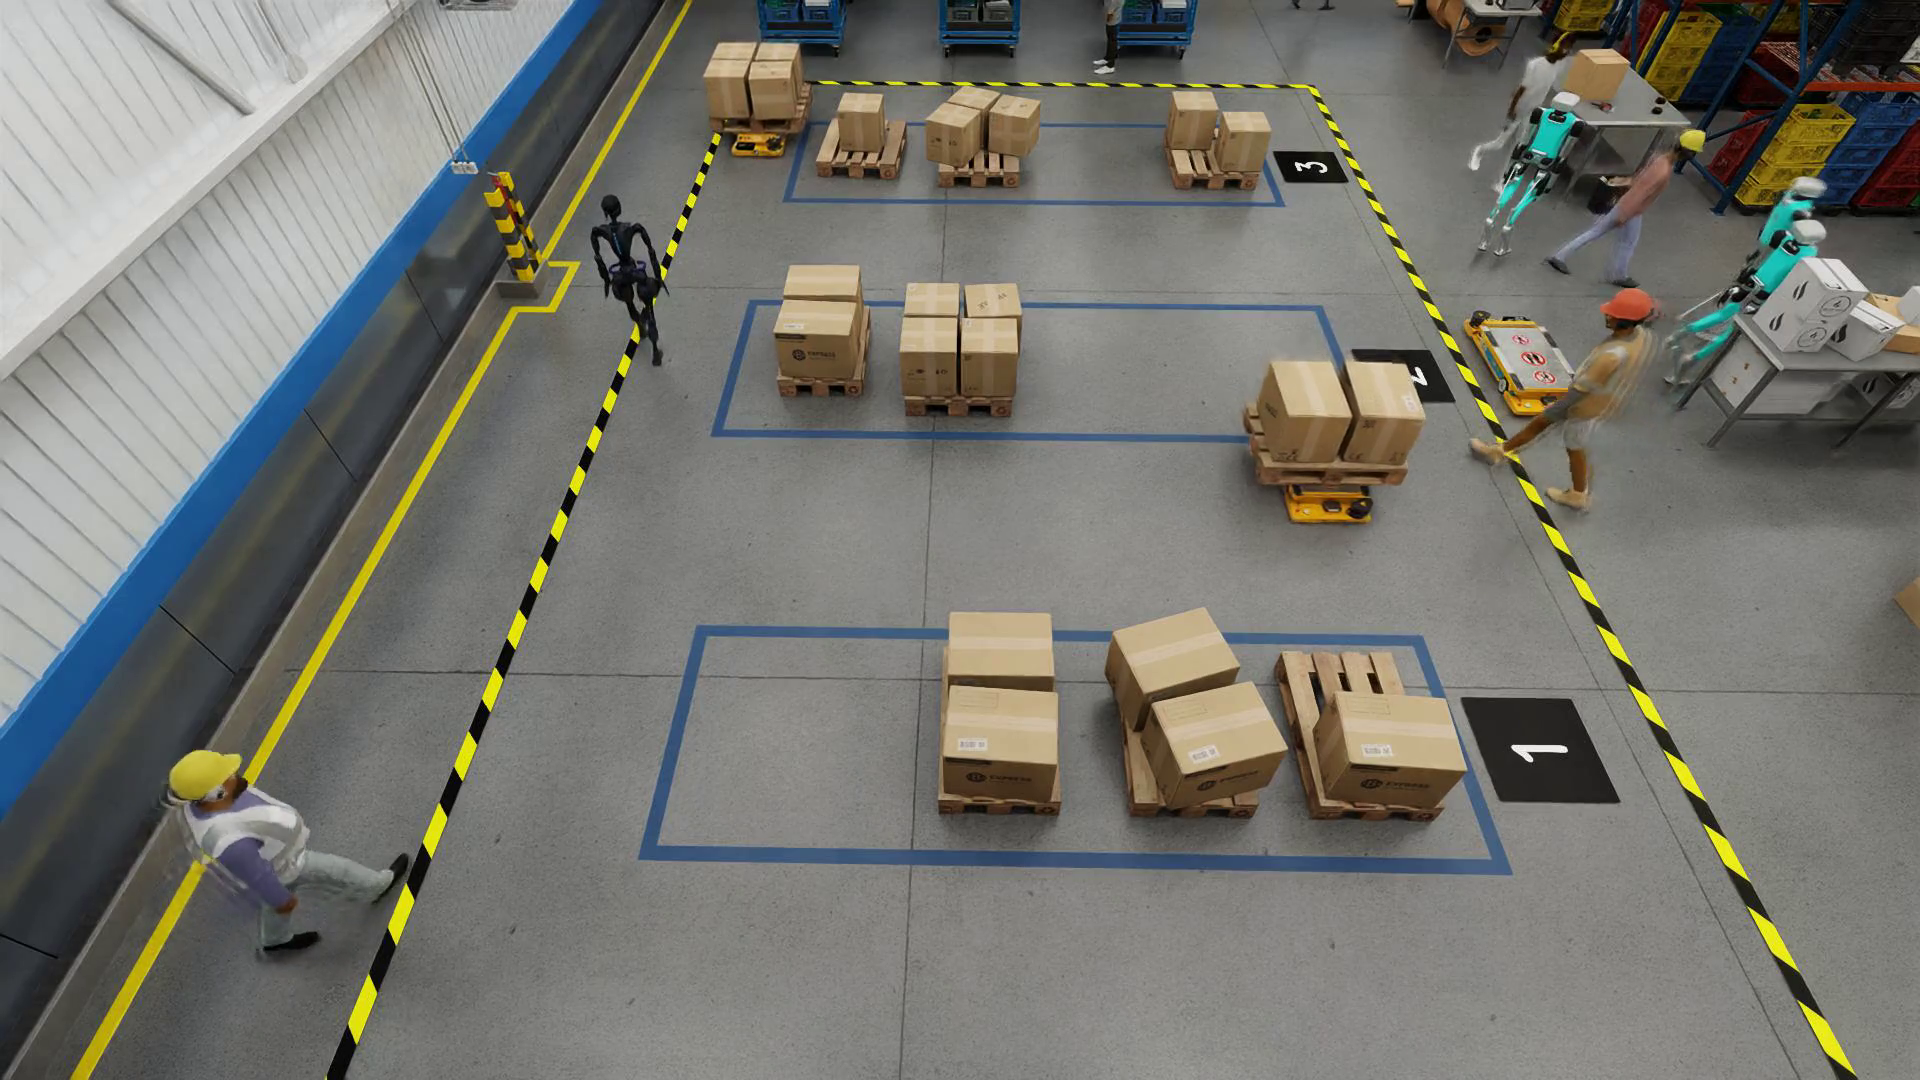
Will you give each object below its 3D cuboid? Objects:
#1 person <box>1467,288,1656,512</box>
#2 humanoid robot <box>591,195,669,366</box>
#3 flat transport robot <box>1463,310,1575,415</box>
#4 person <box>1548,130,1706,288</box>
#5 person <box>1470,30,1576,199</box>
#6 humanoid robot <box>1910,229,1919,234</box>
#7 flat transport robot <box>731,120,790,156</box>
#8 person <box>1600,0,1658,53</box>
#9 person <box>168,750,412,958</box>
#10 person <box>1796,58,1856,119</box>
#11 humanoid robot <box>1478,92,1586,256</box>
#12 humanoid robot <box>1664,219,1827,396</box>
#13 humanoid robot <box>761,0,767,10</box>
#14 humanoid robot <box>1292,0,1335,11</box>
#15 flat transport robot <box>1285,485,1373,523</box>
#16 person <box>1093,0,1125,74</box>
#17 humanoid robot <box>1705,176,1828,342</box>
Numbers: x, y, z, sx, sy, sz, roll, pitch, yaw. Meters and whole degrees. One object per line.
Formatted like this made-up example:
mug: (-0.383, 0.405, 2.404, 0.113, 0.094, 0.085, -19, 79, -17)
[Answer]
person: (4.992, -1.137, 7.391, 1.084, 1.980, 0.604, 34, 57, 26)
humanoid robot: (-3.149, -2.529, 8.813, 0.609, 1.619, 0.759, -8, 50, -7)
flat transport robot: (5.573, -1.757, 9.054, 0.659, 0.231, 1.431, 1, 49, 1)
person: (7.010, -3.481, 9.600, 0.927, 1.695, 0.516, 19, 52, 15)
person: (6.680, -5.107, 10.918, 0.534, 1.835, 0.780, -5, 49, -5)
humanoid robot: (11.457, -3.989, 10.067, 0.680, 1.636, 0.609, 3, 49, 2)
flat transport robot: (-2.641, -5.617, 12.376, 0.652, 0.197, 1.431, 1, 49, 1)
person: (9.618, -7.543, 13.086, 0.484, 1.744, 0.294, 36, 58, 27)
person: (-3.813, 1.752, 5.015, 0.591, 1.792, 0.851, 31, 56, 24)
person: (10.872, -5.723, 11.435, 0.312, 1.861, 0.514, 11, 50, 9)
humanoid robot: (5.993, -3.817, 9.775, 0.735, 1.681, 0.533, -36, 58, -27)
humanoid robot: (6.944, -2.027, 8.385, 0.694, 1.902, 0.541, -1, 49, 0)
humanoid robot: (-3.240, -9.485, 14.806, 0.374, 1.646, 0.595, 26, 54, 21)
humanoid robot: (5.929, -9.454, 14.818, 0.738, 1.653, 0.608, -8, 50, -7)
flat transport robot: (3.149, -0.738, 8.153, 0.652, 0.197, 1.431, 1, 49, 1)
person: (2.179, -7.708, 13.157, 0.369, 1.852, 0.588, 4, 49, 3)
humanoid robot: (7.852, -2.609, 8.734, 0.739, 1.673, 0.531, 10, 50, 9)
